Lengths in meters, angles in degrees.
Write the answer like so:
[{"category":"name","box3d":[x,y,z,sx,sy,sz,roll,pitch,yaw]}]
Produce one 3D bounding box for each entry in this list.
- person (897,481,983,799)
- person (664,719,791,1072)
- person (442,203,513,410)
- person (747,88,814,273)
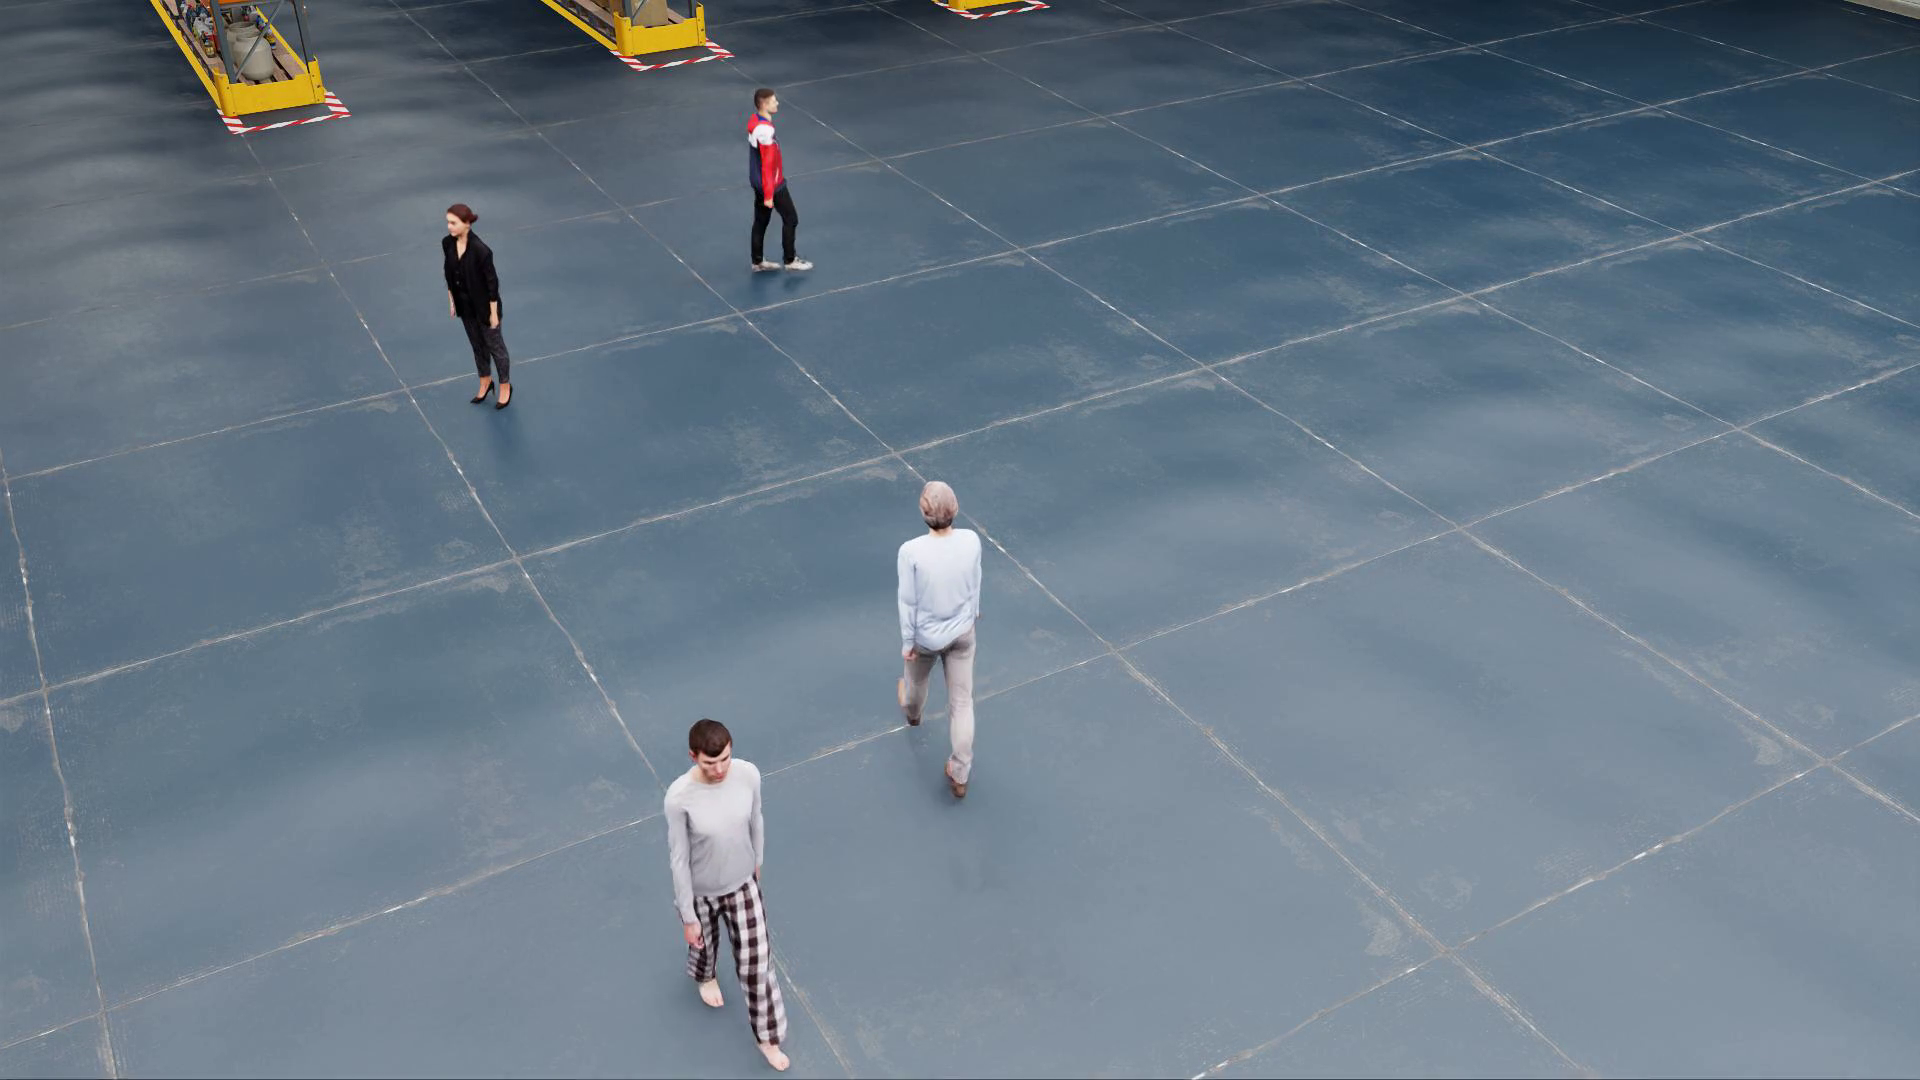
[{"category":"person","box3d":[-0.067,0.592,9.157,0.873,1.835,1.270,-9,33,-14]},{"category":"person","box3d":[-1.162,1.526,7.697,0.678,1.812,1.102,-14,35,-21]},{"category":"person","box3d":[-3.801,-1.853,13.144,0.690,1.717,0.796,16,36,24]},{"category":"person","box3d":[-1.863,-3.296,15.407,0.828,1.743,0.816,-9,33,-13]}]
